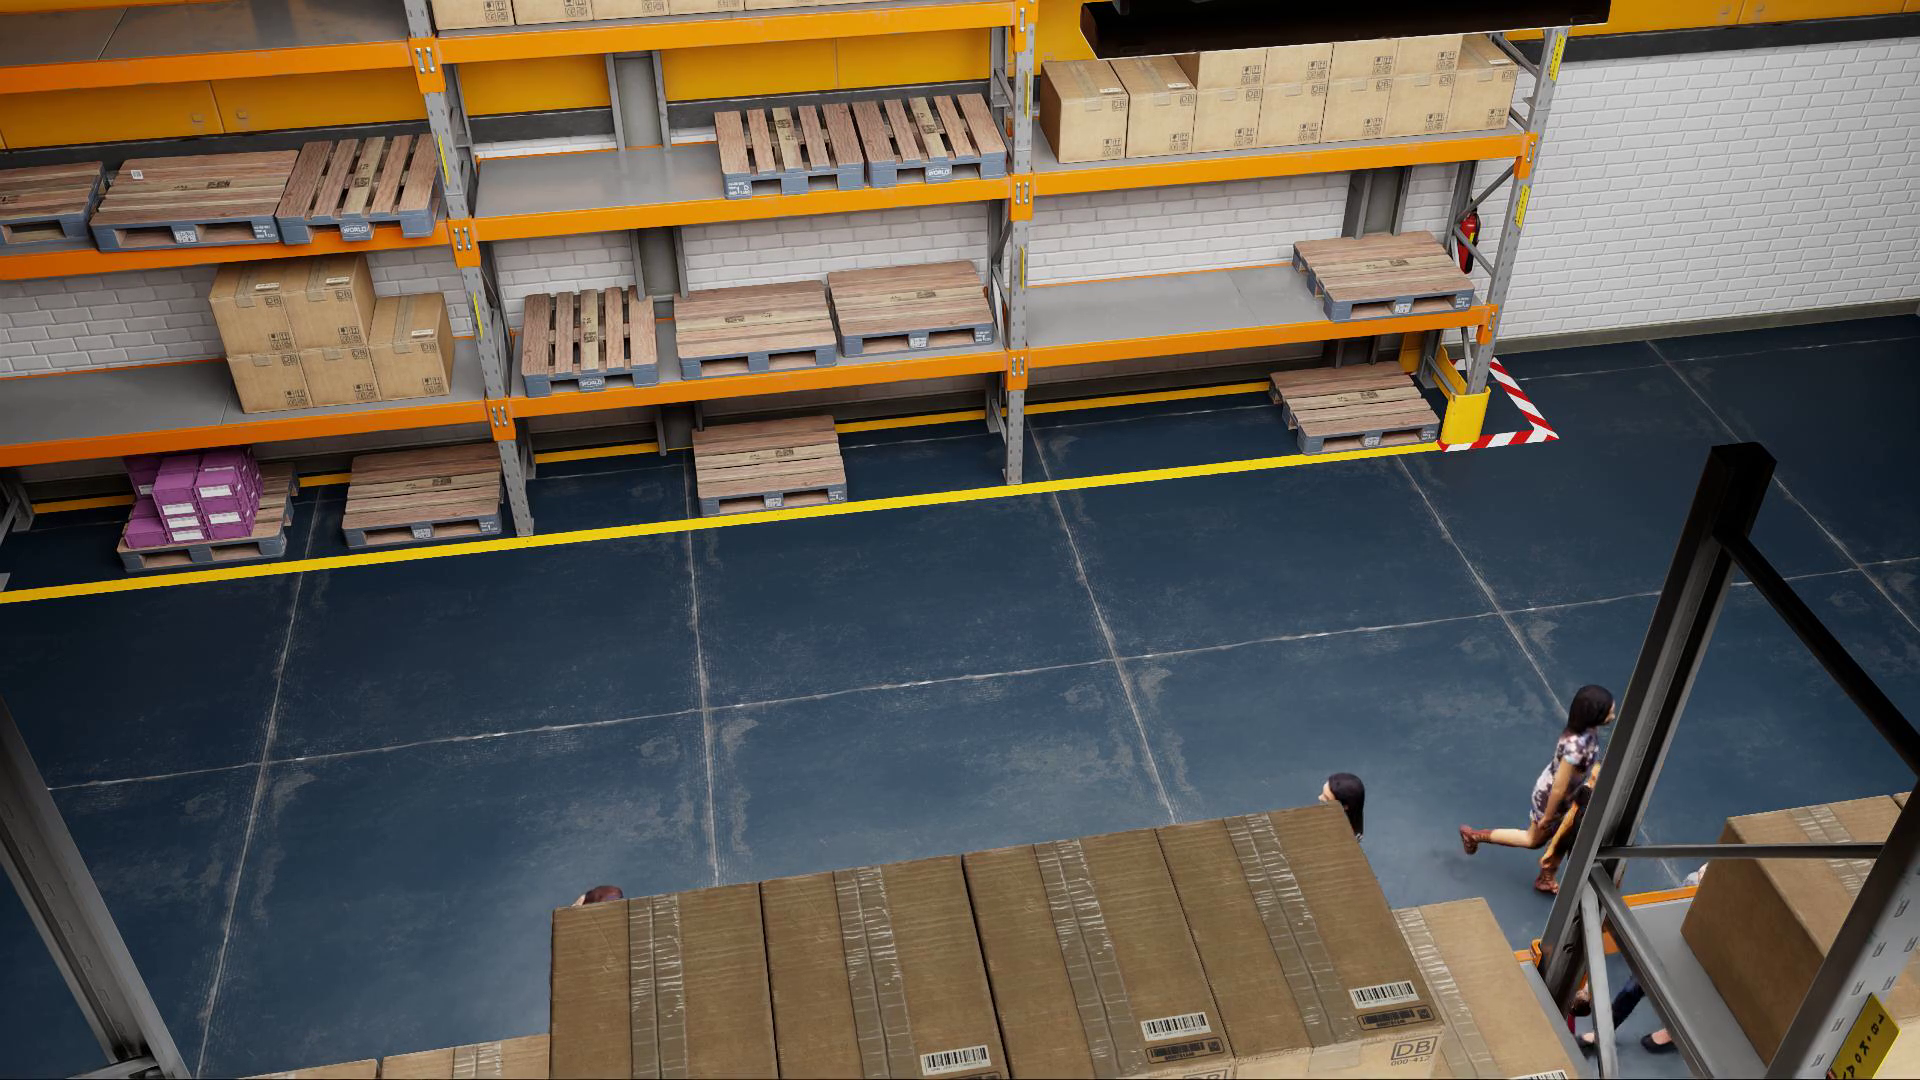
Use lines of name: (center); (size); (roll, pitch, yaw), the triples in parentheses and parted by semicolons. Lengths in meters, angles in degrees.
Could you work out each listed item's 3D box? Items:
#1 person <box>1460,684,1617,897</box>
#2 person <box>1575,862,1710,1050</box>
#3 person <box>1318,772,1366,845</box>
person: (3.533, 1.500, 10.034); (1.079, 1.708, 1.008); (21, 43, 24)
person: (4.036, 2.270, 9.083); (0.930, 1.693, 0.711); (-9, 39, -11)
person: (2.171, 1.978, 9.405); (1.160, 1.748, 0.811); (3, 39, 4)
